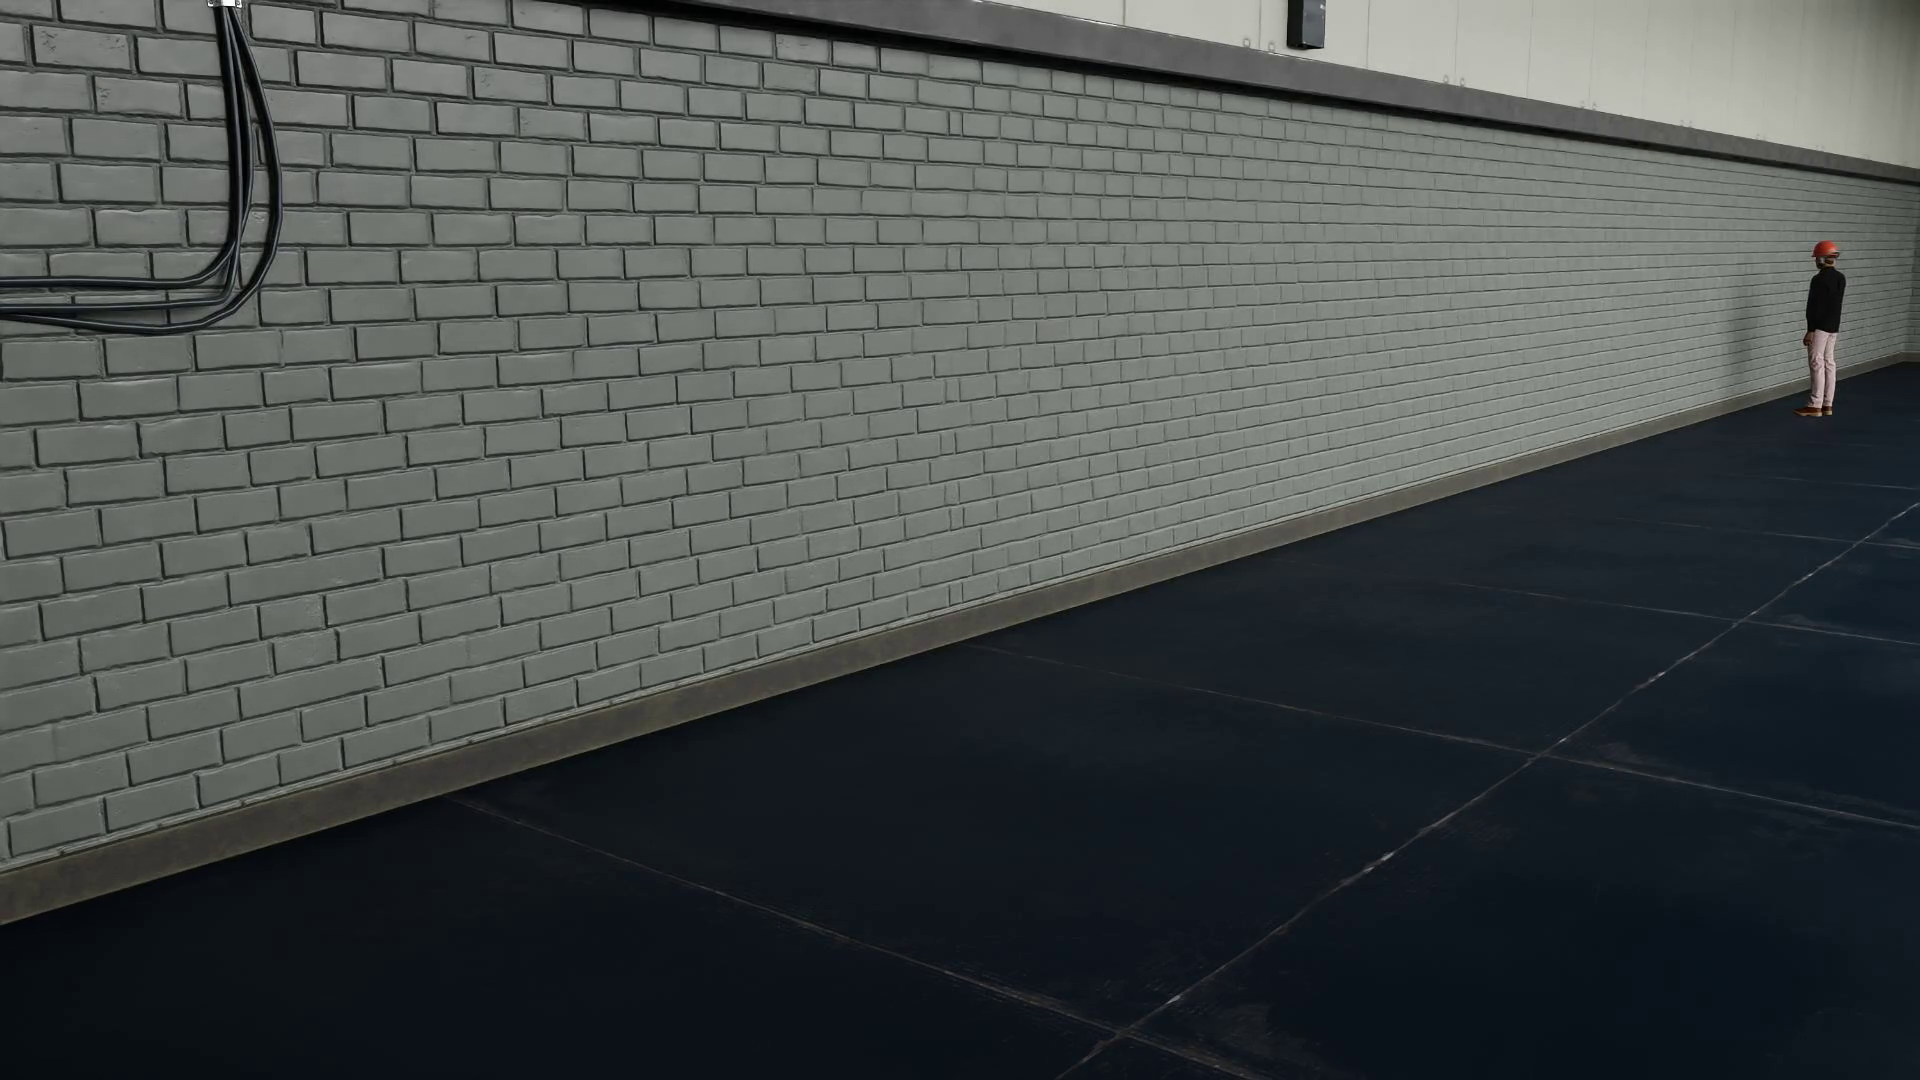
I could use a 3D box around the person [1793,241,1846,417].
[{"bbox_3d":[9.858,-2.419,19.044,0.624,1.990,0.388,-8,13,-37],"label":"person"}]
